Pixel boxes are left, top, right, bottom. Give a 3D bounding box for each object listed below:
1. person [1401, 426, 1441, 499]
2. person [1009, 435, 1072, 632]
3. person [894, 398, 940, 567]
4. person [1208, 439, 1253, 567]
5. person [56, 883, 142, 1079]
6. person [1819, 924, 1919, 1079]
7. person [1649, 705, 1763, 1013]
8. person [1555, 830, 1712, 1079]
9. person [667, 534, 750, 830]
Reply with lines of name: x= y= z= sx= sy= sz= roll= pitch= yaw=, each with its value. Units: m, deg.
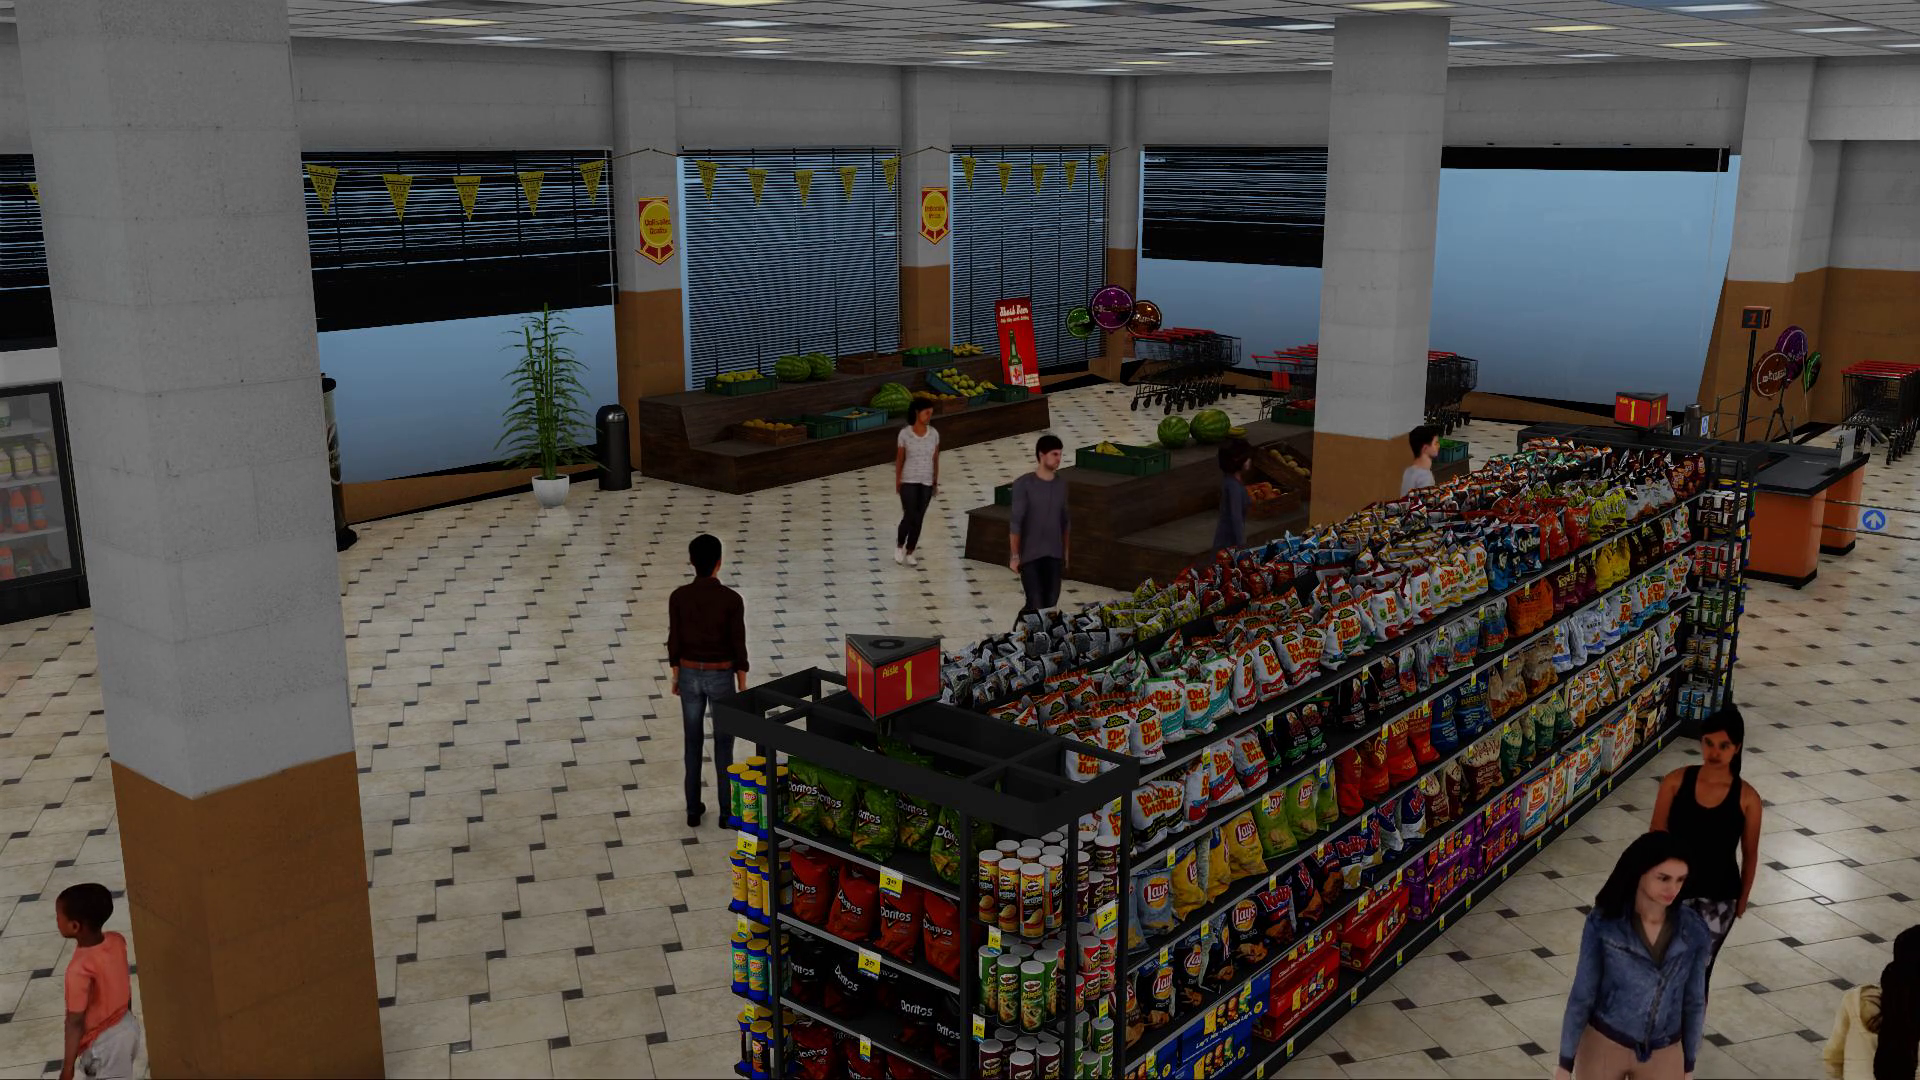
person: x=3.495 y=0.049 z=12.954 sx=1.100 sy=1.870 sz=1.081 roll=0 pitch=14 yaw=1
person: x=0.569 y=0.098 z=12.830 sx=0.753 sy=1.833 sz=0.865 roll=-8 pitch=16 yaw=-30
person: x=-0.433 y=-0.552 z=15.961 sx=0.650 sy=1.621 sz=0.758 roll=-4 pitch=14 yaw=-18
person: x=2.074 y=0.049 z=13.377 sx=1.044 sy=1.671 sz=1.113 roll=2 pitch=14 yaw=8
person: x=-3.224 y=1.931 z=6.401 sx=0.634 sy=1.302 sz=0.566 roll=0 pitch=14 yaw=1
person: x=2.956 y=2.041 z=5.357 sx=1.131 sy=1.580 sz=0.793 roll=-11 pitch=18 yaw=-39
person: x=3.280 y=1.527 z=7.392 sx=0.645 sy=1.618 sz=1.107 roll=9 pitch=16 yaw=33
person: x=2.361 y=1.824 z=5.900 sx=0.821 sy=1.744 sz=1.005 roll=5 pitch=15 yaw=21
person: x=-1.505 y=0.840 z=9.886 sx=0.702 sy=1.778 sz=0.725 roll=1 pitch=14 yaw=3
